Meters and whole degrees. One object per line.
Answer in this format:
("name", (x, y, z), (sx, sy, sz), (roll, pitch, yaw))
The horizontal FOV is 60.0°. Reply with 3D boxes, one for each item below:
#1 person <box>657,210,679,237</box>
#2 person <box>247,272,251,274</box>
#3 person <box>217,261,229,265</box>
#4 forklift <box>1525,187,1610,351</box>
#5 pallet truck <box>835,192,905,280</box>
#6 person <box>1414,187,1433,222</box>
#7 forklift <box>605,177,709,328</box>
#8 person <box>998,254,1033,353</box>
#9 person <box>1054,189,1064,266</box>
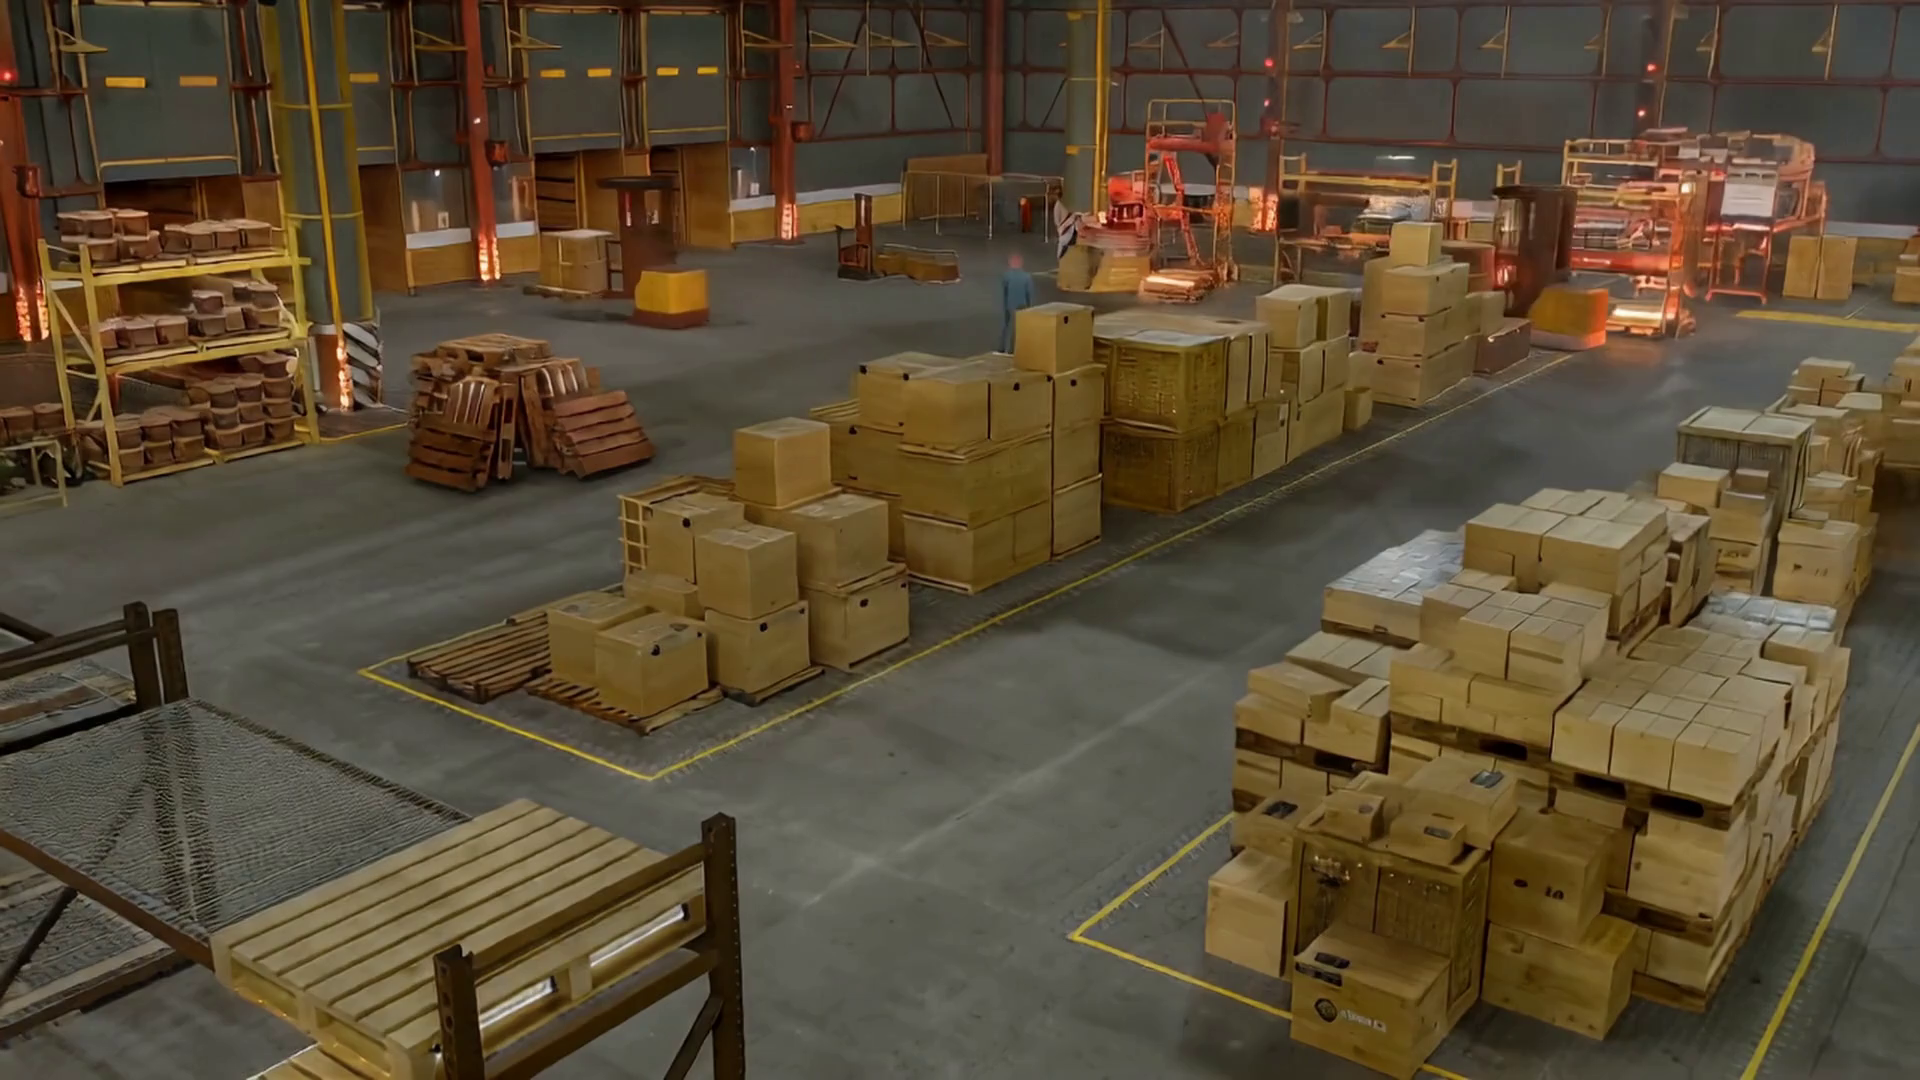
("person", (-7.213, -7.622, 41.150), (0.522, 1.627, 0.369), (10, 20, 30))
("person", (-11.765, -3.600, 27.714), (0.871, 1.694, 0.493), (-12, 20, -34))
("person", (-12.365, -3.841, 28.188), (0.575, 1.886, 0.362), (16, 23, 42))
("forklift", (10.762, -4.964, 30.212), (1.129, 2.768, 1.873), (-13, 21, -37))
("pallet truck", (-1.936, -7.159, 38.982), (1.885, 1.965, 0.823), (-12, 21, -34))
("person", (11.807, -8.123, 42.282), (0.370, 1.933, 0.553), (-10, 19, -30))
("forklift", (-5.963, -5.667, 32.540), (1.873, 2.768, 1.129), (12, 21, 35))
("person", (0.960, -3.961, 28.609), (0.650, 1.889, 0.984), (5, 17, 15))
("person", (2.598, -7.682, 40.814), (0.629, 1.940, 0.379), (13, 21, 37))
